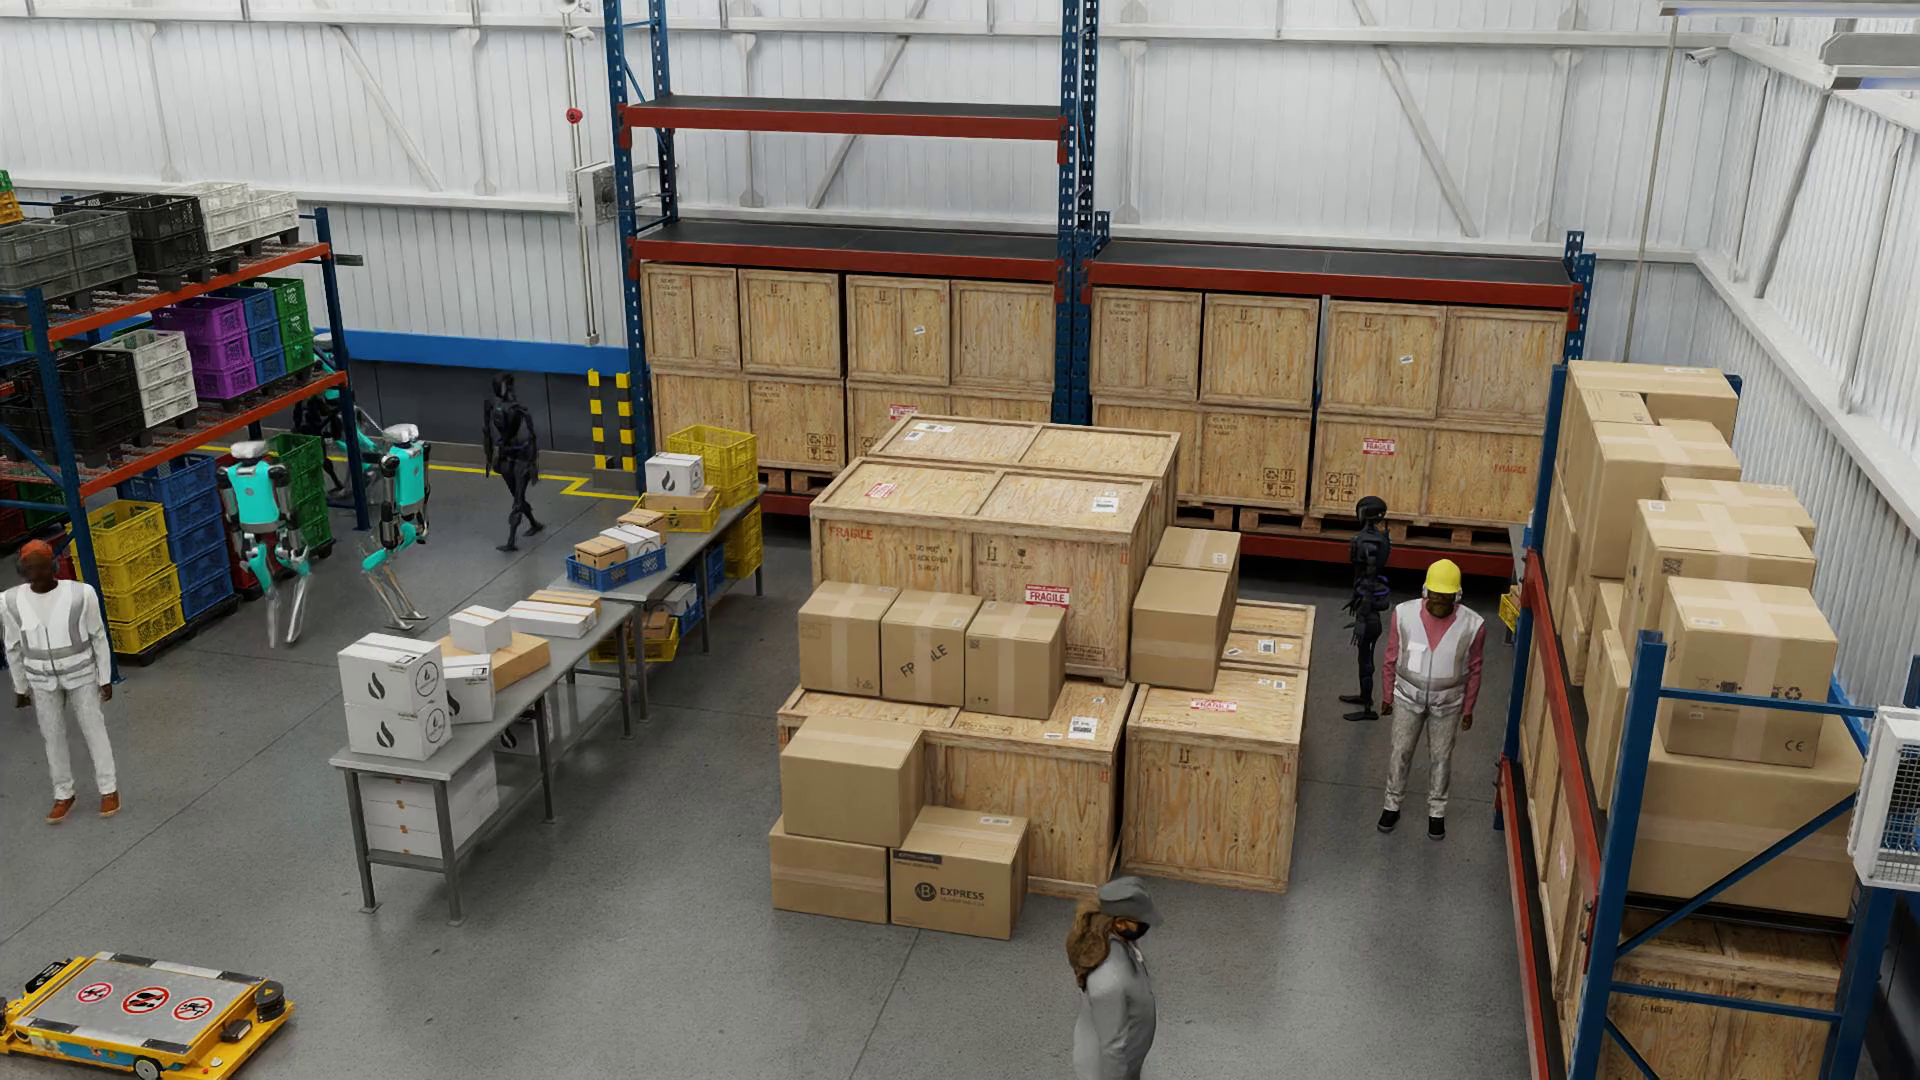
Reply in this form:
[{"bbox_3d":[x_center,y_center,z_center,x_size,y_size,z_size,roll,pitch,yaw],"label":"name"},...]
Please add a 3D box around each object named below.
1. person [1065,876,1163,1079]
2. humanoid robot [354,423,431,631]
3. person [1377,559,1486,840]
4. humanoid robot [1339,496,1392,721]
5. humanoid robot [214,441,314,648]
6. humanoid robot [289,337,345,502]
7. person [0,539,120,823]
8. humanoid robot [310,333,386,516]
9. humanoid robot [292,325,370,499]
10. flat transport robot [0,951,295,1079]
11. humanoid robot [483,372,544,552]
[{"bbox_3d":[0.639,2.223,7.135,0.403,1.763,0.561,2,21,5],"label":"person"},{"bbox_3d":[-4.535,-0.121,13.168,0.740,1.690,0.533,7,22,18],"label":"humanoid robot"},{"bbox_3d":[2.897,0.978,10.289,0.592,1.837,0.404,7,22,18],"label":"person"},{"bbox_3d":[2.877,0.477,11.807,0.315,1.654,0.599,3,21,9],"label":"humanoid robot"},{"bbox_3d":[-5.318,0.055,12.949,0.543,1.858,0.737,-1,21,-2],"label":"humanoid robot"},{"bbox_3d":[-6.255,-1.164,16.116,0.337,1.652,0.595,5,21,12],"label":"humanoid robot"},{"bbox_3d":[-5.655,0.885,10.481,0.586,1.879,0.338,-6,22,-14],"label":"person"},{"bbox_3d":[-5.702,-1.084,15.752,0.682,1.755,0.546,5,21,12],"label":"humanoid robot"},{"bbox_3d":[-6.073,-1.249,16.255,0.703,1.788,0.555,-12,24,-29],"label":"humanoid robot"},{"bbox_3d":[-4.270,2.464,8.601,1.431,0.231,0.659,5,22,13],"label":"flat transport robot"},{"bbox_3d":[-4.052,-0.728,15.037,0.592,1.623,0.783,9,23,22],"label":"humanoid robot"}]
